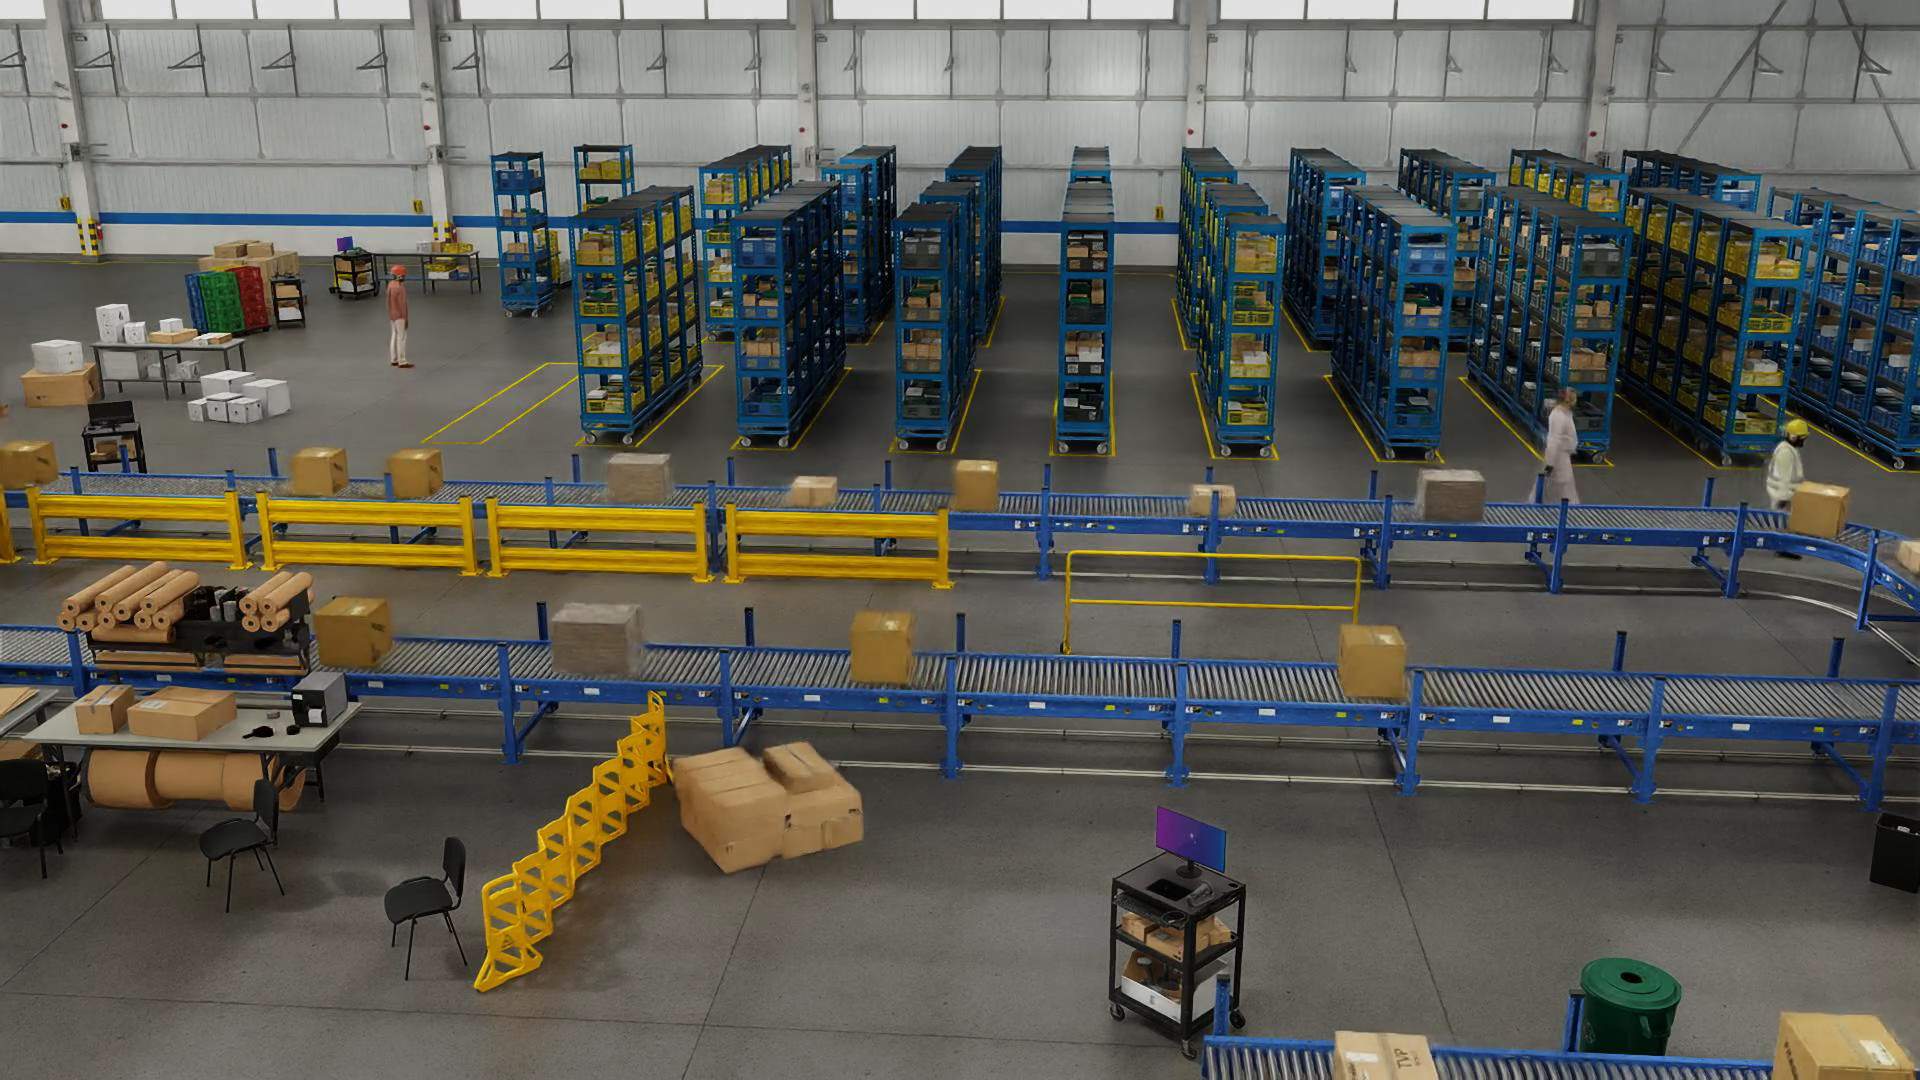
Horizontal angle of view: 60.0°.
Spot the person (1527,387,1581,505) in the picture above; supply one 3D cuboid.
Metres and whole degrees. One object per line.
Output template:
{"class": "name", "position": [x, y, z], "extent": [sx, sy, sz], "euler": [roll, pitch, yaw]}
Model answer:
{"class": "person", "position": [8.015, -1.104, 22.013], "extent": [0.979, 1.857, 0.650], "euler": [5, 18, 15]}

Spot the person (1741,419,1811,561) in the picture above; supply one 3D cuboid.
{"class": "person", "position": [10.137, -0.634, 20.611], "extent": [0.695, 1.805, 0.590], "euler": [12, 21, 33]}

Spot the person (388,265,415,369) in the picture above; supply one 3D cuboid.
{"class": "person", "position": [-10.722, -4.276, 31.903], "extent": [0.436, 1.981, 0.633], "euler": [-15, 23, -39]}
